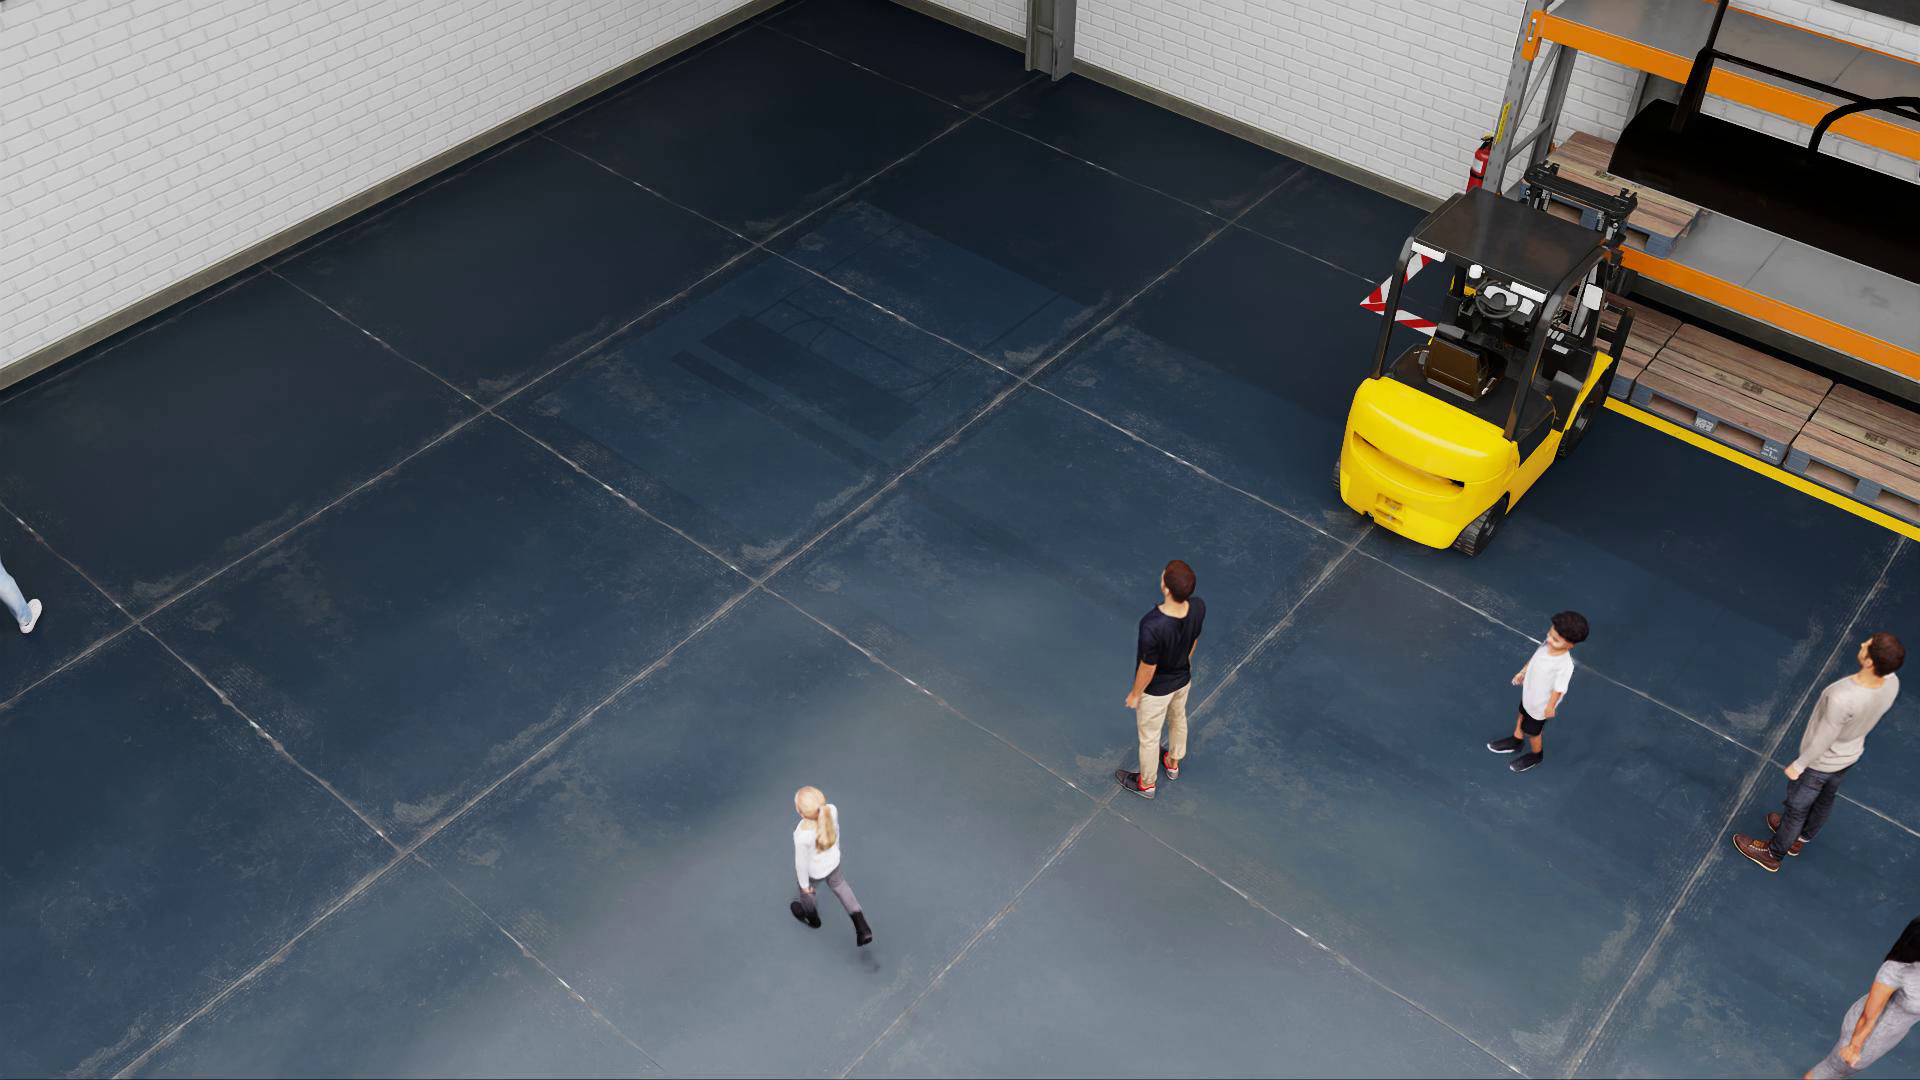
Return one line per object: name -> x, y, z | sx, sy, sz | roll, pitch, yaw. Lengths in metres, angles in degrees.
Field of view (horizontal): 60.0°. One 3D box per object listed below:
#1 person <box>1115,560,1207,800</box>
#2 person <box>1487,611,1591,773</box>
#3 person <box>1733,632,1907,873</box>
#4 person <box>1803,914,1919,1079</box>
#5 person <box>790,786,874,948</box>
person -> 1.205, 0.821, 9.769 | 0.671, 1.859, 0.575 | -30, 51, -28
person -> 3.590, 0.893, 10.130 | 0.680, 1.255, 0.620 | -2, 44, -3
person -> 4.885, 1.205, 9.361 | 0.734, 1.866, 0.683 | -21, 48, -21
person -> 4.483, 2.394, 8.174 | 0.648, 1.781, 0.629 | -21, 48, -21
person -> -0.721, 1.812, 9.161 | 0.822, 1.263, 0.534 | 34, 53, 31
